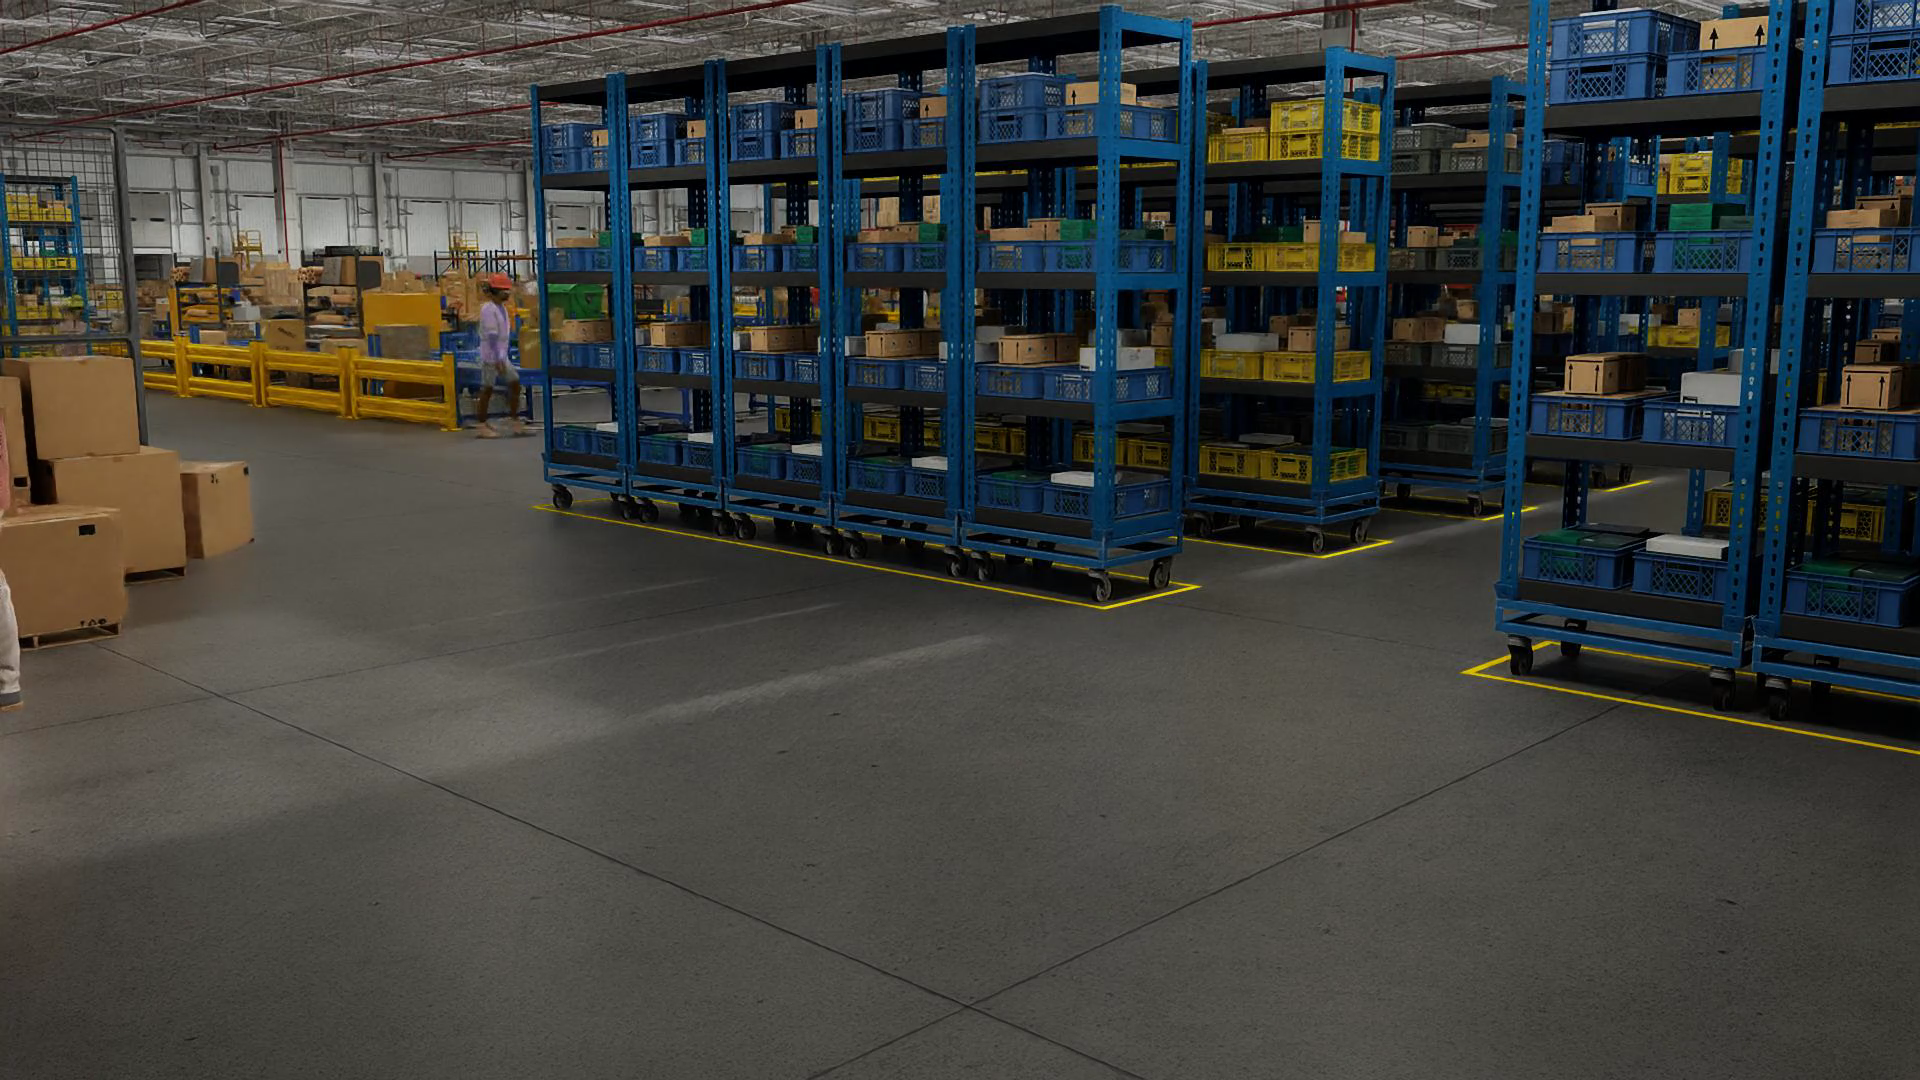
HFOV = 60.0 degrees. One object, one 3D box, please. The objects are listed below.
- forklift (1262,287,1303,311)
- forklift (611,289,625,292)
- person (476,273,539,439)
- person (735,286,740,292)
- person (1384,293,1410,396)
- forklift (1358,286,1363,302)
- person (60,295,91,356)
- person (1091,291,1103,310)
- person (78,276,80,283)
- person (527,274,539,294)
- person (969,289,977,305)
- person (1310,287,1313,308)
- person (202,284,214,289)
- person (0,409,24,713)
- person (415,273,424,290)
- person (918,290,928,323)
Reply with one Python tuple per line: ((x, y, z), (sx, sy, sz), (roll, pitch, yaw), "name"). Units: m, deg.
((10.769, -8.203, 54.240), (1.129, 2.768, 1.873), (8, 12, 42), "forklift")
((-17.598, -13.454, 86.436), (1.129, 2.768, 1.873), (9, 13, 43), "forklift")
((-5.509, -2.210, 20.152), (0.898, 2.003, 0.628), (2, 9, 11), "person")
((-8.910, -9.604, 65.630), (0.604, 1.964, 0.367), (-8, 12, -42), "person")
((5.056, -1.940, 19.100), (0.596, 1.810, 0.613), (-8, 12, -40), "person")
((11.100, -7.017, 46.970), (1.873, 2.768, 1.129), (9, 13, 43), "forklift")
((-11.439, -2.285, 21.451), (0.802, 1.736, 0.529), (2, 10, 14), "person")
((4.905, -8.399, 59.049), (0.536, 1.699, 0.322), (-2, 9, -11), "person")
((-36.885, -10.278, 69.975), (1.002, 1.890, 0.643), (1, 9, 9), "person")
((-15.116, -8.555, 59.463), (0.659, 1.874, 0.802), (9, 13, 44), "person")
((0.310, -6.904, 48.836), (0.374, 2.043, 0.611), (3, 10, 15), "person")
((5.103, -2.890, 24.957), (0.666, 1.809, 0.612), (-2, 9, -12), "person")
((-21.308, -6.572, 47.222), (0.523, 1.899, 0.544), (0, 9, 2), "person")
((-4.615, -0.172, 7.702), (0.392, 1.995, 0.612), (-6, 11, -34), "person")
((-23.948, -10.893, 73.804), (1.006, 1.891, 0.559), (-3, 10, -18), "person")
((-1.009, -5.631, 41.733), (0.405, 1.821, 0.600), (-3, 10, -20), "person")
